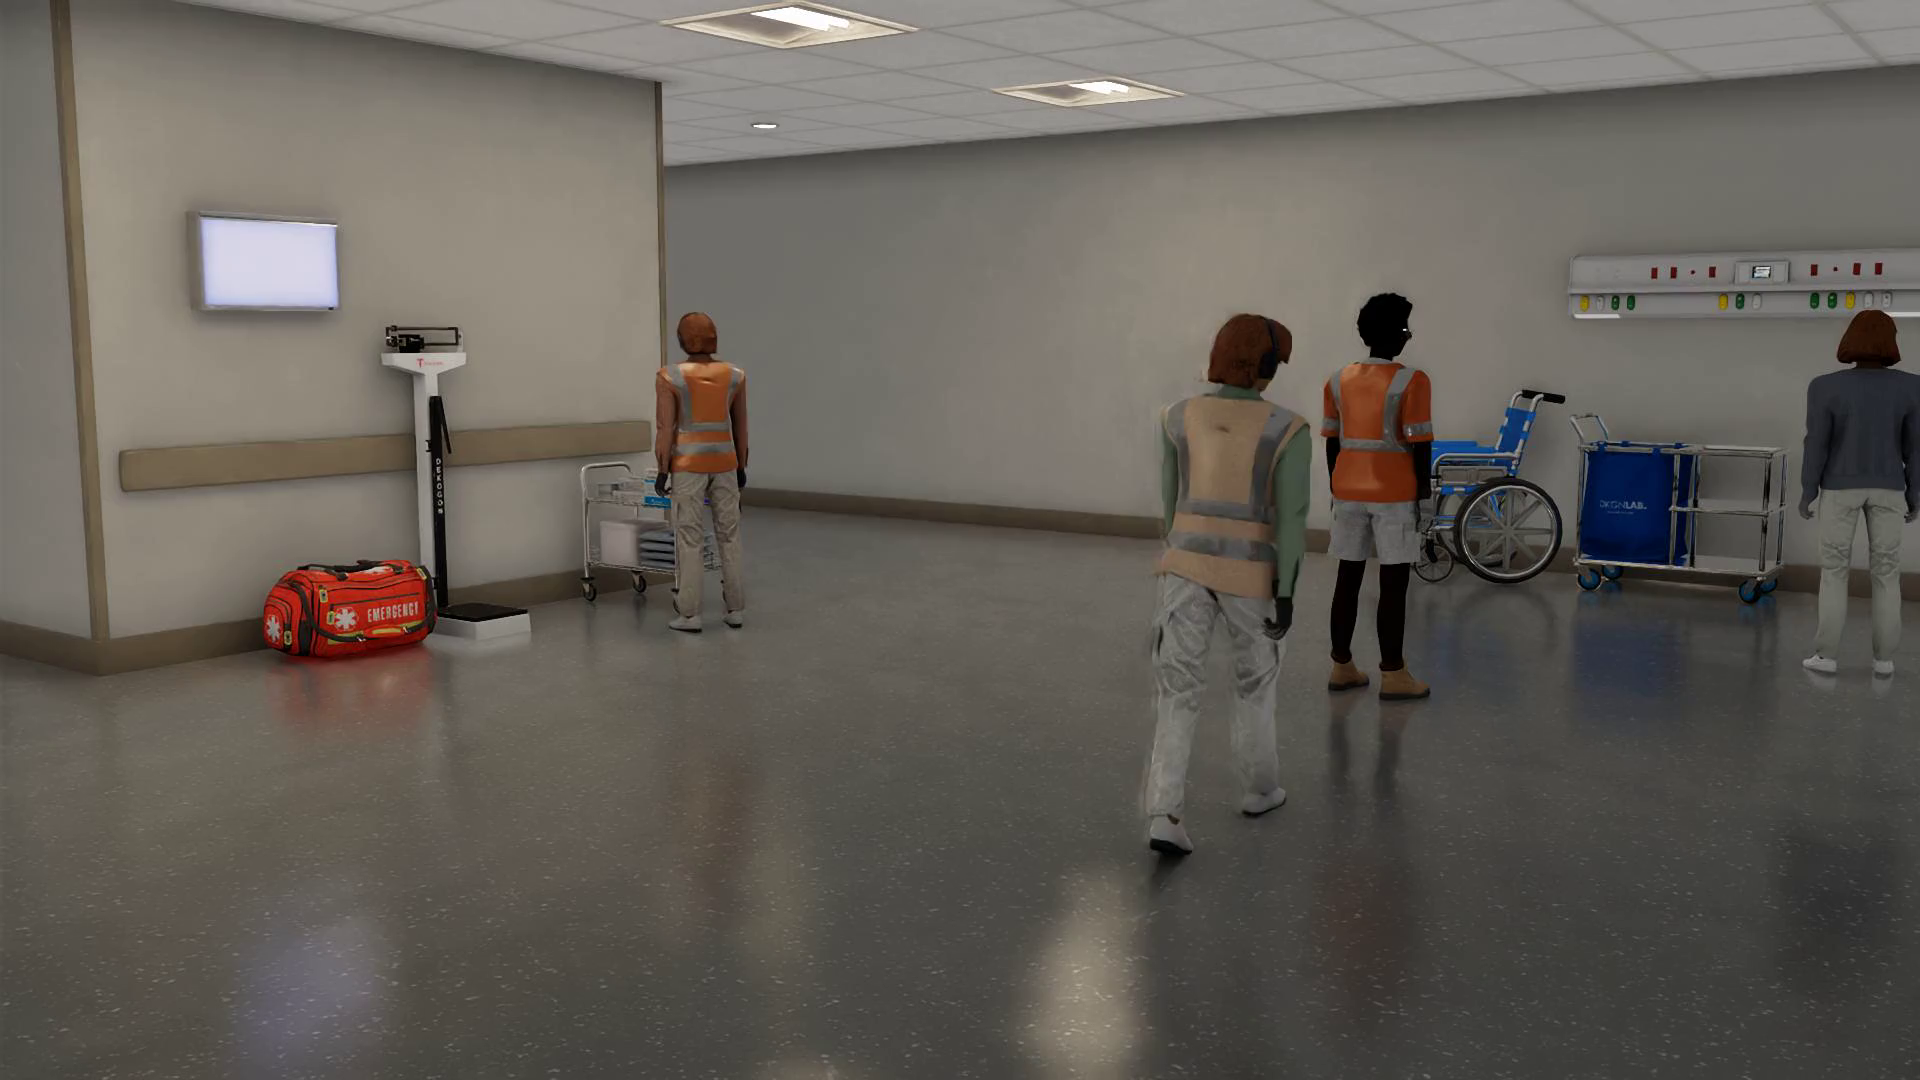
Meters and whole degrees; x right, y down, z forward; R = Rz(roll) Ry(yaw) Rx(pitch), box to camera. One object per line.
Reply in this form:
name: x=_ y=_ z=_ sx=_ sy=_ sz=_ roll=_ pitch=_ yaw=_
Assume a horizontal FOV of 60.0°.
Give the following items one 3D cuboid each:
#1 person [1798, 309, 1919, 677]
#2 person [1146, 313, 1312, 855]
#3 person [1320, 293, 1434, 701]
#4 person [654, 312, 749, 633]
person: x=4.006 y=-0.201 z=7.396 sx=0.505 sy=1.633 sz=0.279 roll=2 pitch=7 yaw=14
person: x=0.793 y=0.122 z=4.969 sx=0.504 sy=1.590 sz=0.880 roll=4 pitch=8 yaw=28
person: x=1.757 y=-0.180 z=6.972 sx=0.315 sy=1.696 sz=0.540 roll=-6 pitch=9 yaw=-39
person: x=-1.320 y=-0.344 z=8.530 sx=0.522 sy=1.636 sz=0.311 roll=-5 pitch=9 yaw=-34
